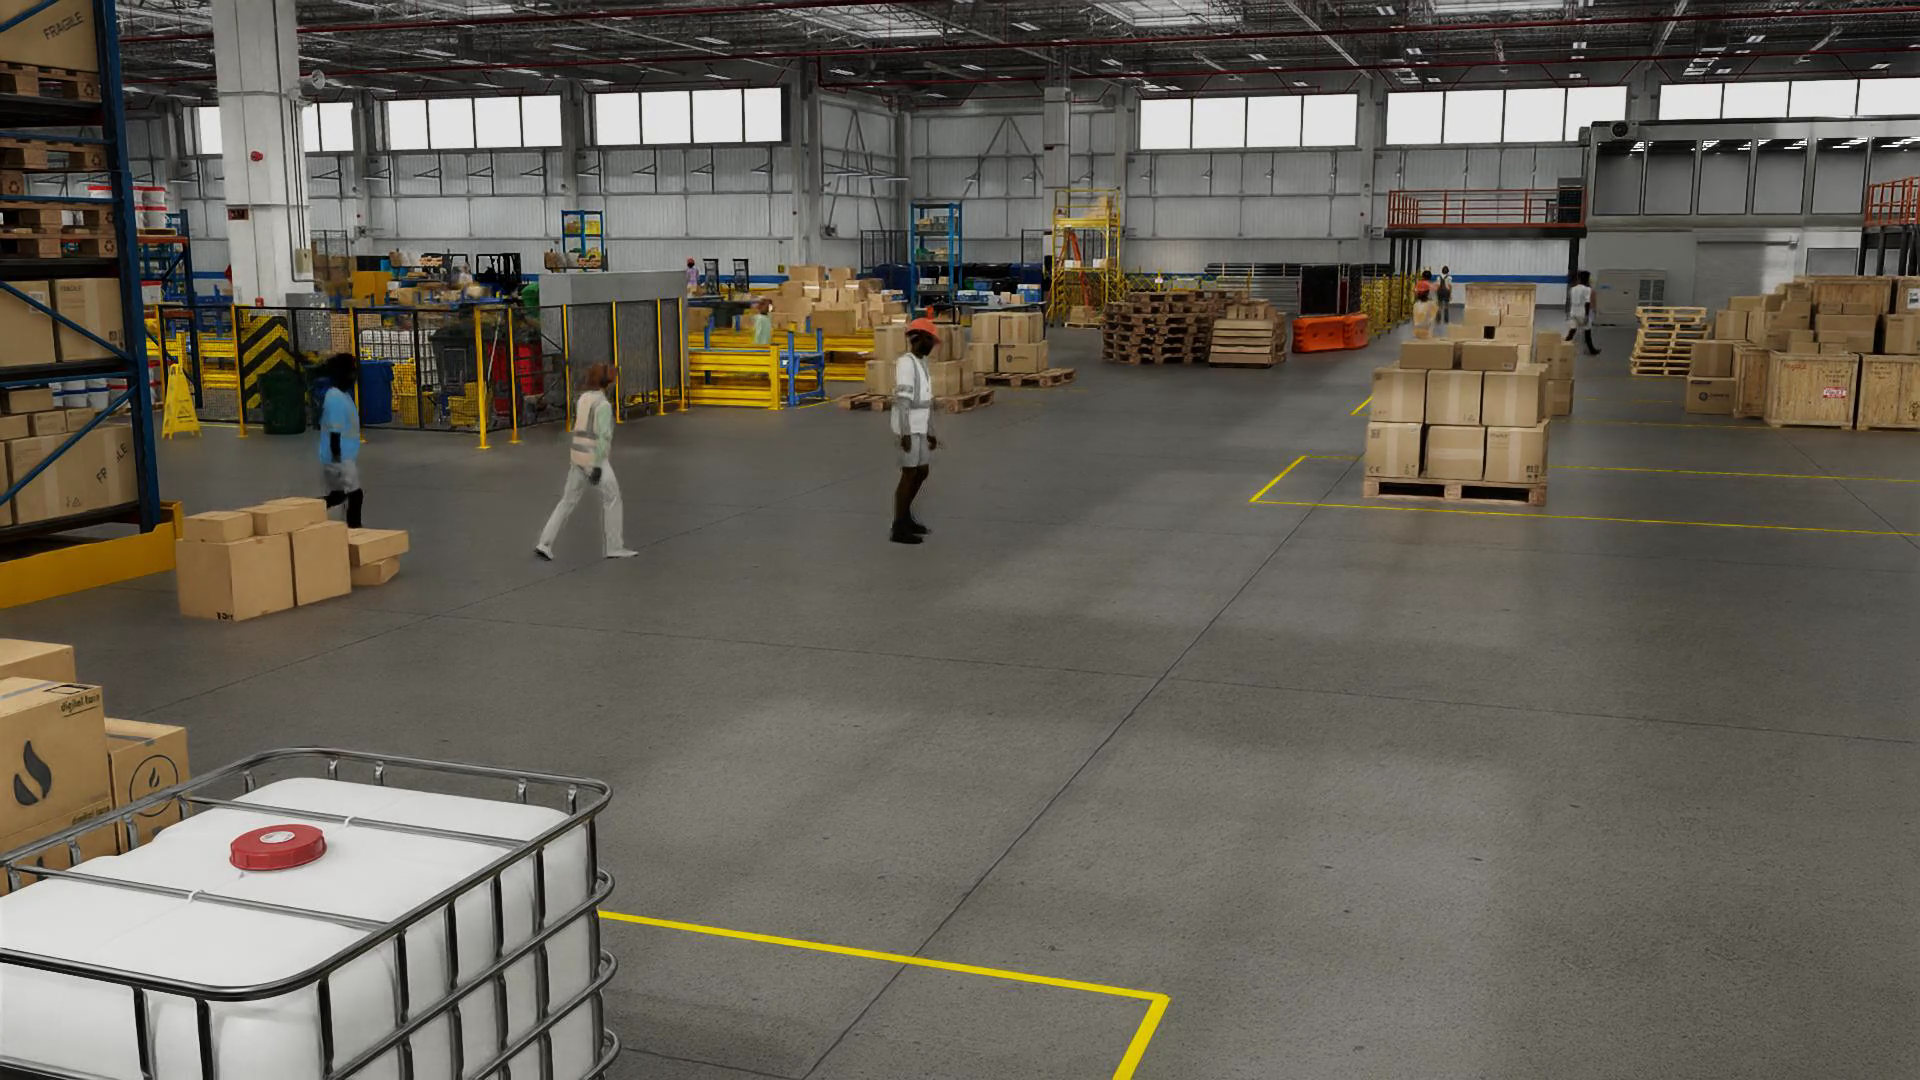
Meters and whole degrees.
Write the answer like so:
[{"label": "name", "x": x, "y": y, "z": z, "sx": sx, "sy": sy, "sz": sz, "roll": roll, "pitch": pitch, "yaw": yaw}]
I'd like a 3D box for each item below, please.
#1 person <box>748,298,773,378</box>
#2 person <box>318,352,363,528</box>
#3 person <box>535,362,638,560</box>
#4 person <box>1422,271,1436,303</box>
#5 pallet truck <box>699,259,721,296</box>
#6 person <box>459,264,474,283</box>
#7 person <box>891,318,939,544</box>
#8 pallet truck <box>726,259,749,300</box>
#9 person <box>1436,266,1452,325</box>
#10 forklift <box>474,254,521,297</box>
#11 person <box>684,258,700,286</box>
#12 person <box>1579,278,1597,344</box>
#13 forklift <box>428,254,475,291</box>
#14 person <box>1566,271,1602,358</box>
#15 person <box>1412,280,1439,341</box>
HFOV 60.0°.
[{"label": "person", "x": -3.351, "y": -3.285, "z": 28.130, "sx": 0.420, "sy": 1.618, "sz": 0.509, "roll": 3, "pitch": 11, "yaw": 17}, {"label": "person", "x": -5.037, "y": -0.663, "z": 13.253, "sx": 0.723, "sy": 1.668, "sz": 0.539, "roll": -3, "pitch": 11, "yaw": -18}, {"label": "person", "x": -2.995, "y": -0.612, "z": 13.156, "sx": 0.779, "sy": 1.591, "sz": 0.534, "roll": -8, "pitch": 13, "yaw": -38}, {"label": "person", "x": 10.748, "y": -5.225, "z": 38.221, "sx": 0.397, "sy": 1.915, "sz": 0.587, "roll": 5, "pitch": 11, "yaw": 25}, {"label": "pallet truck", "x": -9.165, "y": -9.627, "z": 62.776, "sx": 0.823, "sy": 1.965, "sz": 1.885, "roll": 4, "pitch": 11, "yaw": 23}, {"label": "person", "x": -16.695, "y": -8.400, "z": 56.244, "sx": 0.946, "sy": 1.875, "sz": 0.653, "roll": 2, "pitch": 10, "yaw": 13}, {"label": "person", "x": -0.422, "y": -0.929, "z": 14.113, "sx": 0.397, "sy": 1.891, "sz": 0.627, "roll": 3, "pitch": 11, "yaw": 18}, {"label": "pallet truck", "x": -7.986, "y": -9.493, "z": 62.019, "sx": 0.823, "sy": 1.965, "sz": 1.885, "roll": 3, "pitch": 11, "yaw": 17}, {"label": "person", "x": 15.212, "y": -7.681, "z": 52.243, "sx": 0.506, "sy": 1.846, "sz": 0.346, "roll": 8, "pitch": 13, "yaw": 39}, {"label": "forklift", "x": -17.990, "y": -10.121, "z": 64.684, "sx": 1.157, "sy": 1.987, "sz": 2.680, "roll": 3, "pitch": 11, "yaw": 17}, {"label": "person", "x": -9.280, "y": -8.703, "z": 57.444, "sx": 0.605, "sy": 2.044, "sz": 0.374, "roll": -8, "pitch": 13, "yaw": -39}, {"label": "person", "x": 15.865, "y": -5.843, "z": 42.243, "sx": 0.536, "sy": 1.716, "sz": 0.819, "roll": 6, "pitch": 12, "yaw": 30}, {"label": "forklift", "x": -20.133, "y": -10.254, "z": 65.465, "sx": 1.157, "sy": 1.987, "sz": 2.680, "roll": 3, "pitch": 11, "yaw": 19}, {"label": "person", "x": 13.854, "y": -5.003, "z": 36.944, "sx": 0.974, "sy": 1.915, "sz": 0.634, "roll": -5, "pitch": 11, "yaw": -25}, {"label": "person", "x": 7.614, "y": -3.338, "z": 27.610, "sx": 0.722, "sy": 1.914, "sz": 0.546, "roll": -6, "pitch": 12, "yaw": -32}]
